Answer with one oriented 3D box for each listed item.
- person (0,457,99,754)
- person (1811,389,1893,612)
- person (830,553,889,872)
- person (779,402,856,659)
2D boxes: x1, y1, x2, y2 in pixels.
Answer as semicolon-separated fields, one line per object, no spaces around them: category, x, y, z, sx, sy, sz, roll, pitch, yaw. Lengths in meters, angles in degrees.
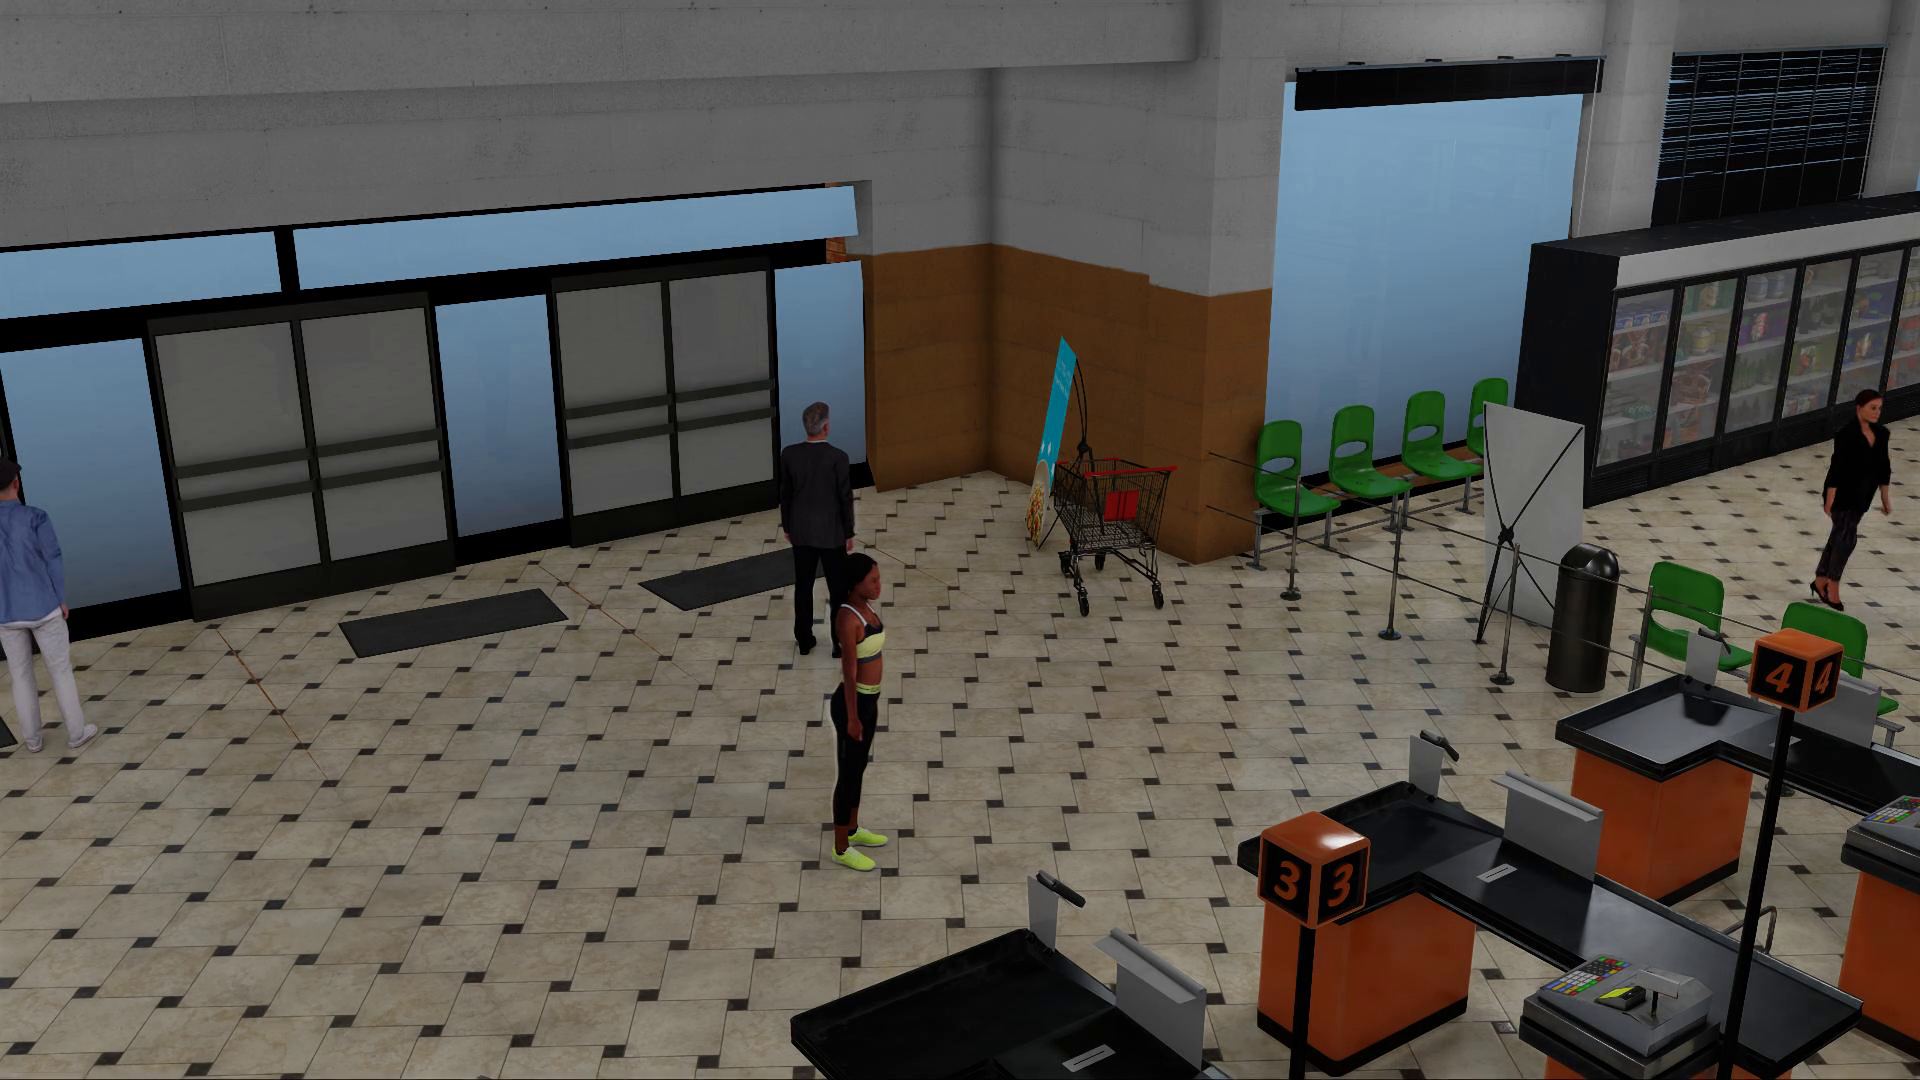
person;-5.722;0.401;10.199;0.725;1.888;0.697;-5;19;-14
person;6.689;-0.333;12.659;0.689;1.706;0.671;-9;21;-25
person;-0.565;0.898;8.934;0.694;1.753;0.640;4;19;11
person;-0.987;-0.076;11.684;0.765;1.841;0.861;6;20;17
